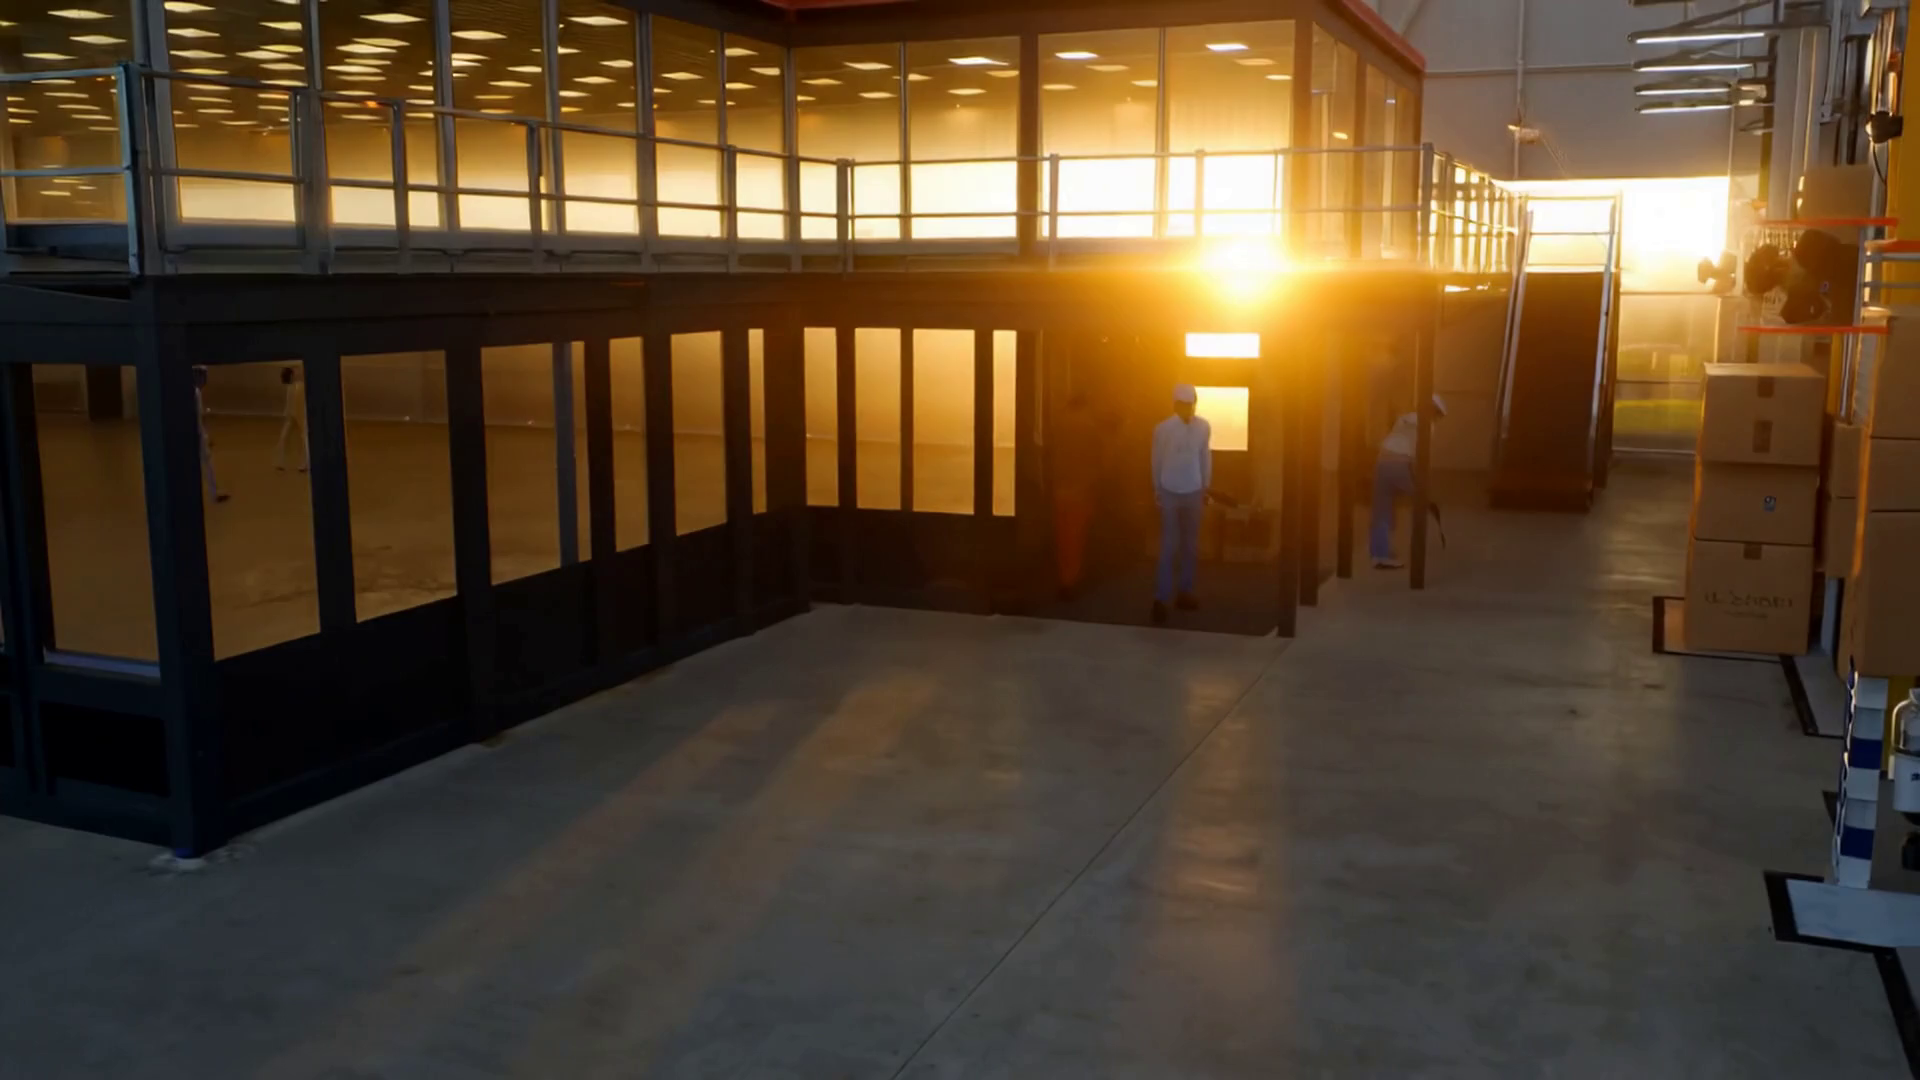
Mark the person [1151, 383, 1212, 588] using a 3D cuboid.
[{"bbox_3d":[2.153,-0.528,16.084,0.614,1.988,0.407,-3,10,-19],"label":"person"}]
